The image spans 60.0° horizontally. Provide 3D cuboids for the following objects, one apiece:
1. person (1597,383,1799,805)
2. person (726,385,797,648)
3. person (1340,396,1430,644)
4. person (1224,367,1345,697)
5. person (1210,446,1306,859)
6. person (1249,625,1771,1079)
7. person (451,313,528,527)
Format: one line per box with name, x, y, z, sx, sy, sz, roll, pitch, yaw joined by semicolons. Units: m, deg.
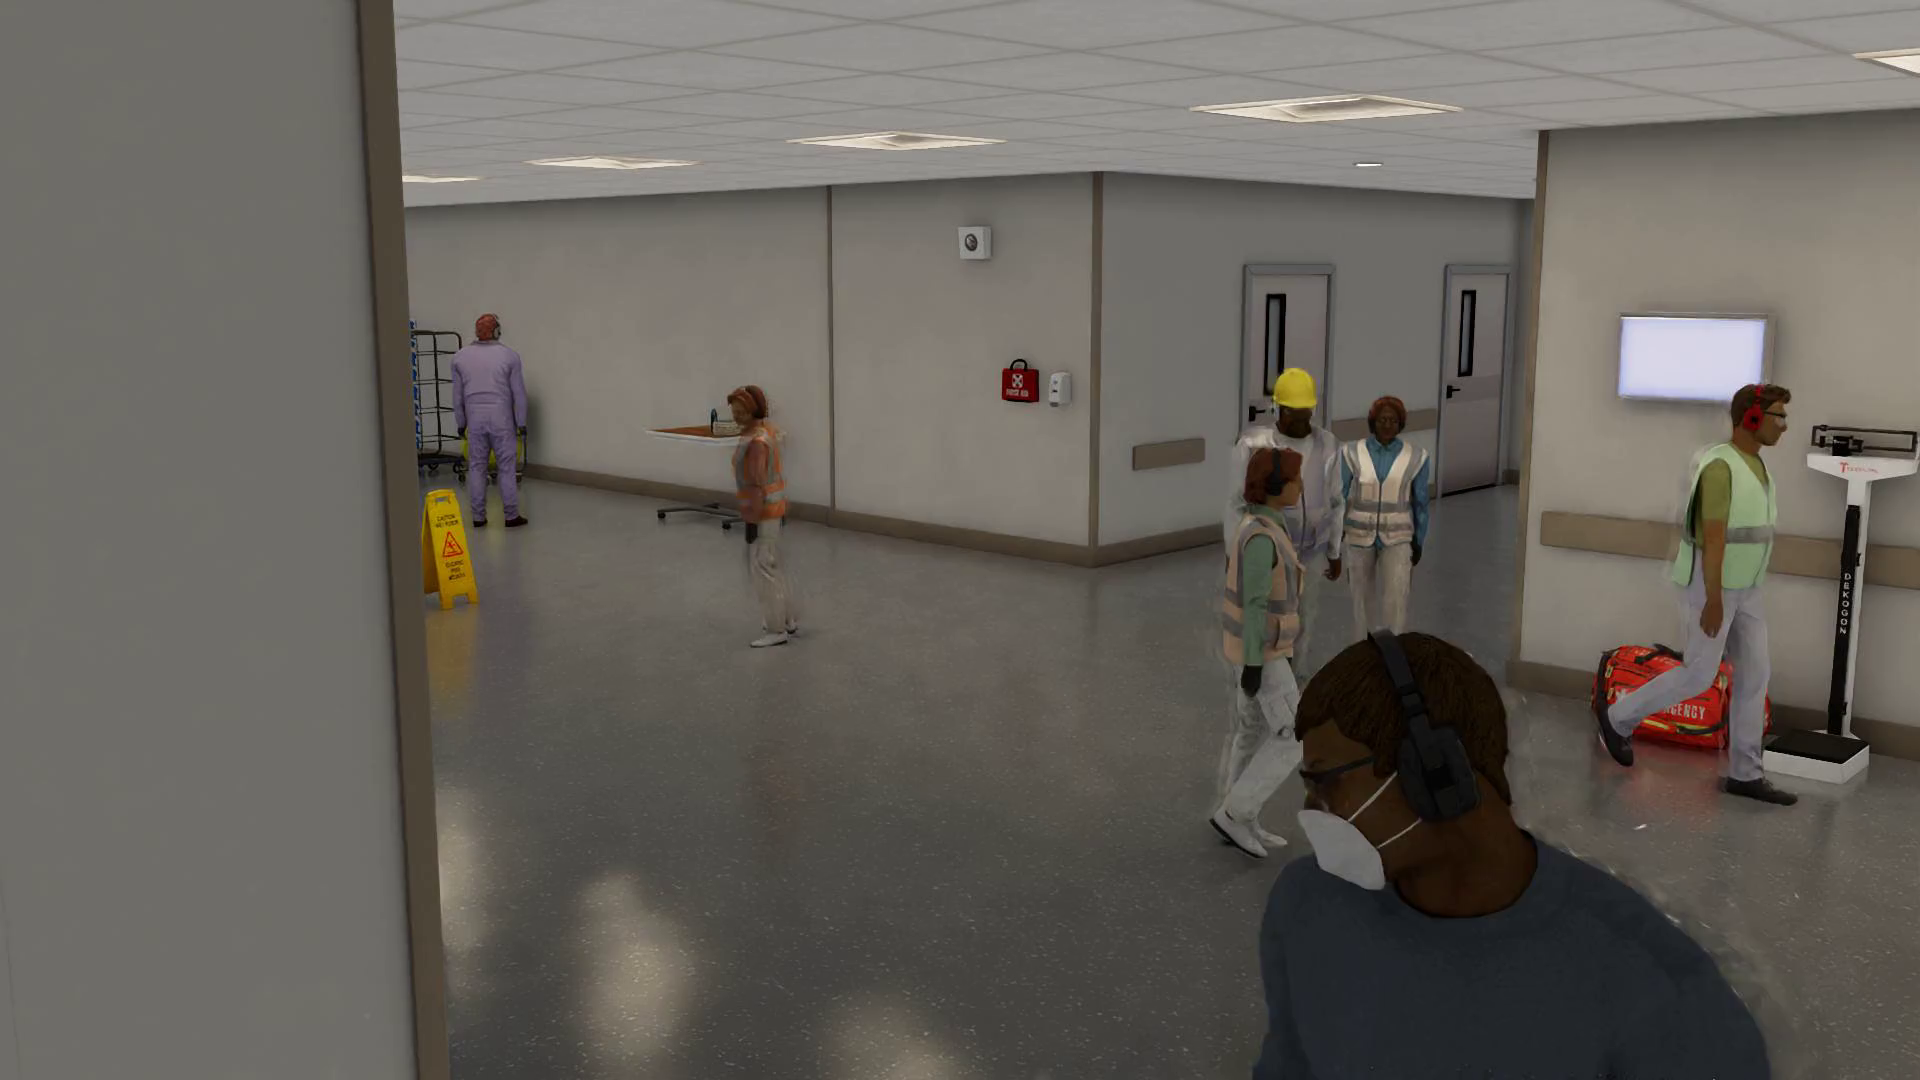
person;3.293;0.211;7.313;0.596;1.812;0.809;-9;13;-43
person;-1.206;-0.147;10.130;0.409;1.605;0.598;-1;9;-7
person;2.264;0.035;9.028;0.521;1.609;0.757;3;10;17
person;1.654;0.022;8.464;0.618;1.812;0.515;-2;9;-12
person;1.199;0.445;6.469;0.372;1.626;0.521;1;9;8
person;0.640;1.041;1.988;0.450;1.900;0.687;-8;12;-39
person;-4.175;-1.064;14.845;0.650;1.906;0.401;0;9;3
